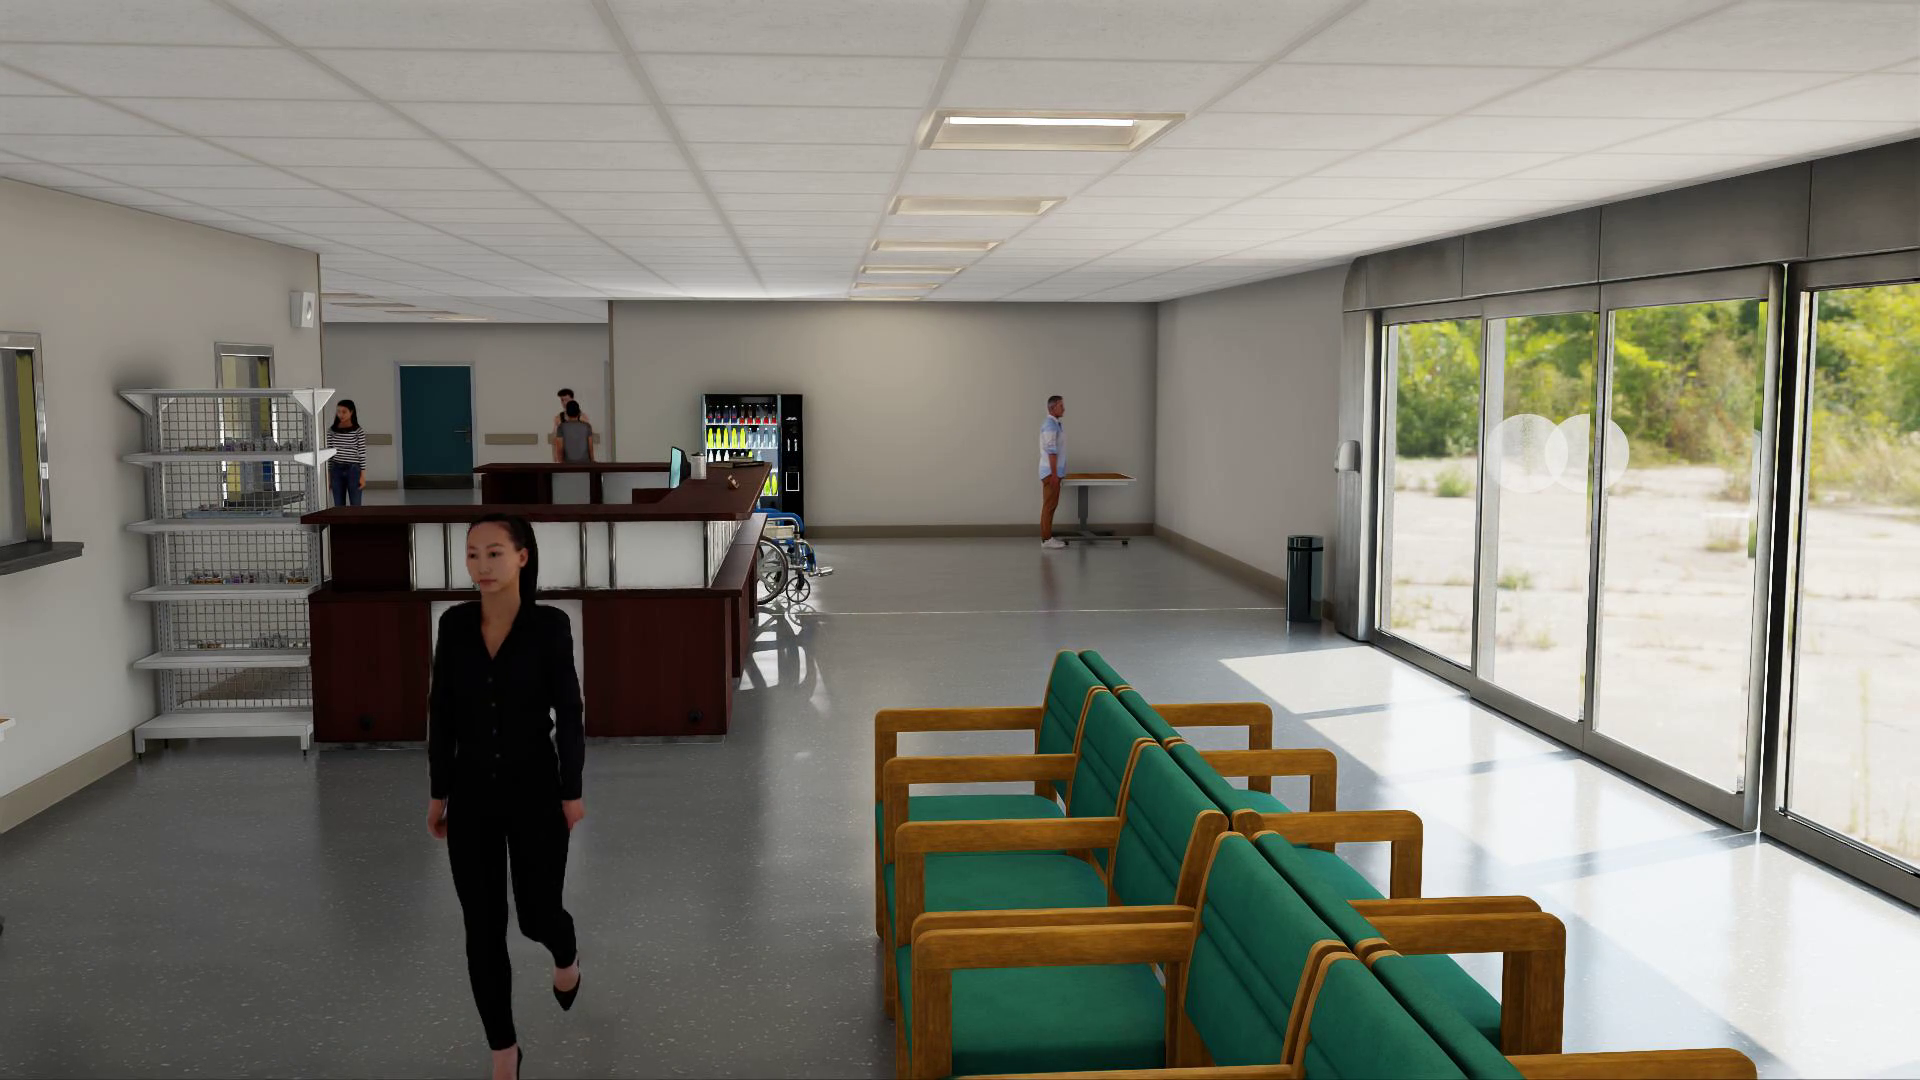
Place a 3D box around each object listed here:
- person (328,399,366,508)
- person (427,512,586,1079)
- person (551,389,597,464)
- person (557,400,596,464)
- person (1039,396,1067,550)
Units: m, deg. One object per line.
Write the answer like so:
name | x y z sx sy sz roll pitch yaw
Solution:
person | -6.976 -0.705 18.929 0.454 1.796 0.665 0 6 0
person | -1.288 0.765 4.809 0.774 1.697 0.713 0 6 4
person | -5.201 -1.103 22.589 1.016 1.856 0.952 1 6 12
person | -4.797 -0.871 20.863 0.896 1.739 0.778 -2 6 -15
person | 1.103 -0.821 19.940 0.610 1.824 0.722 0 6 4
